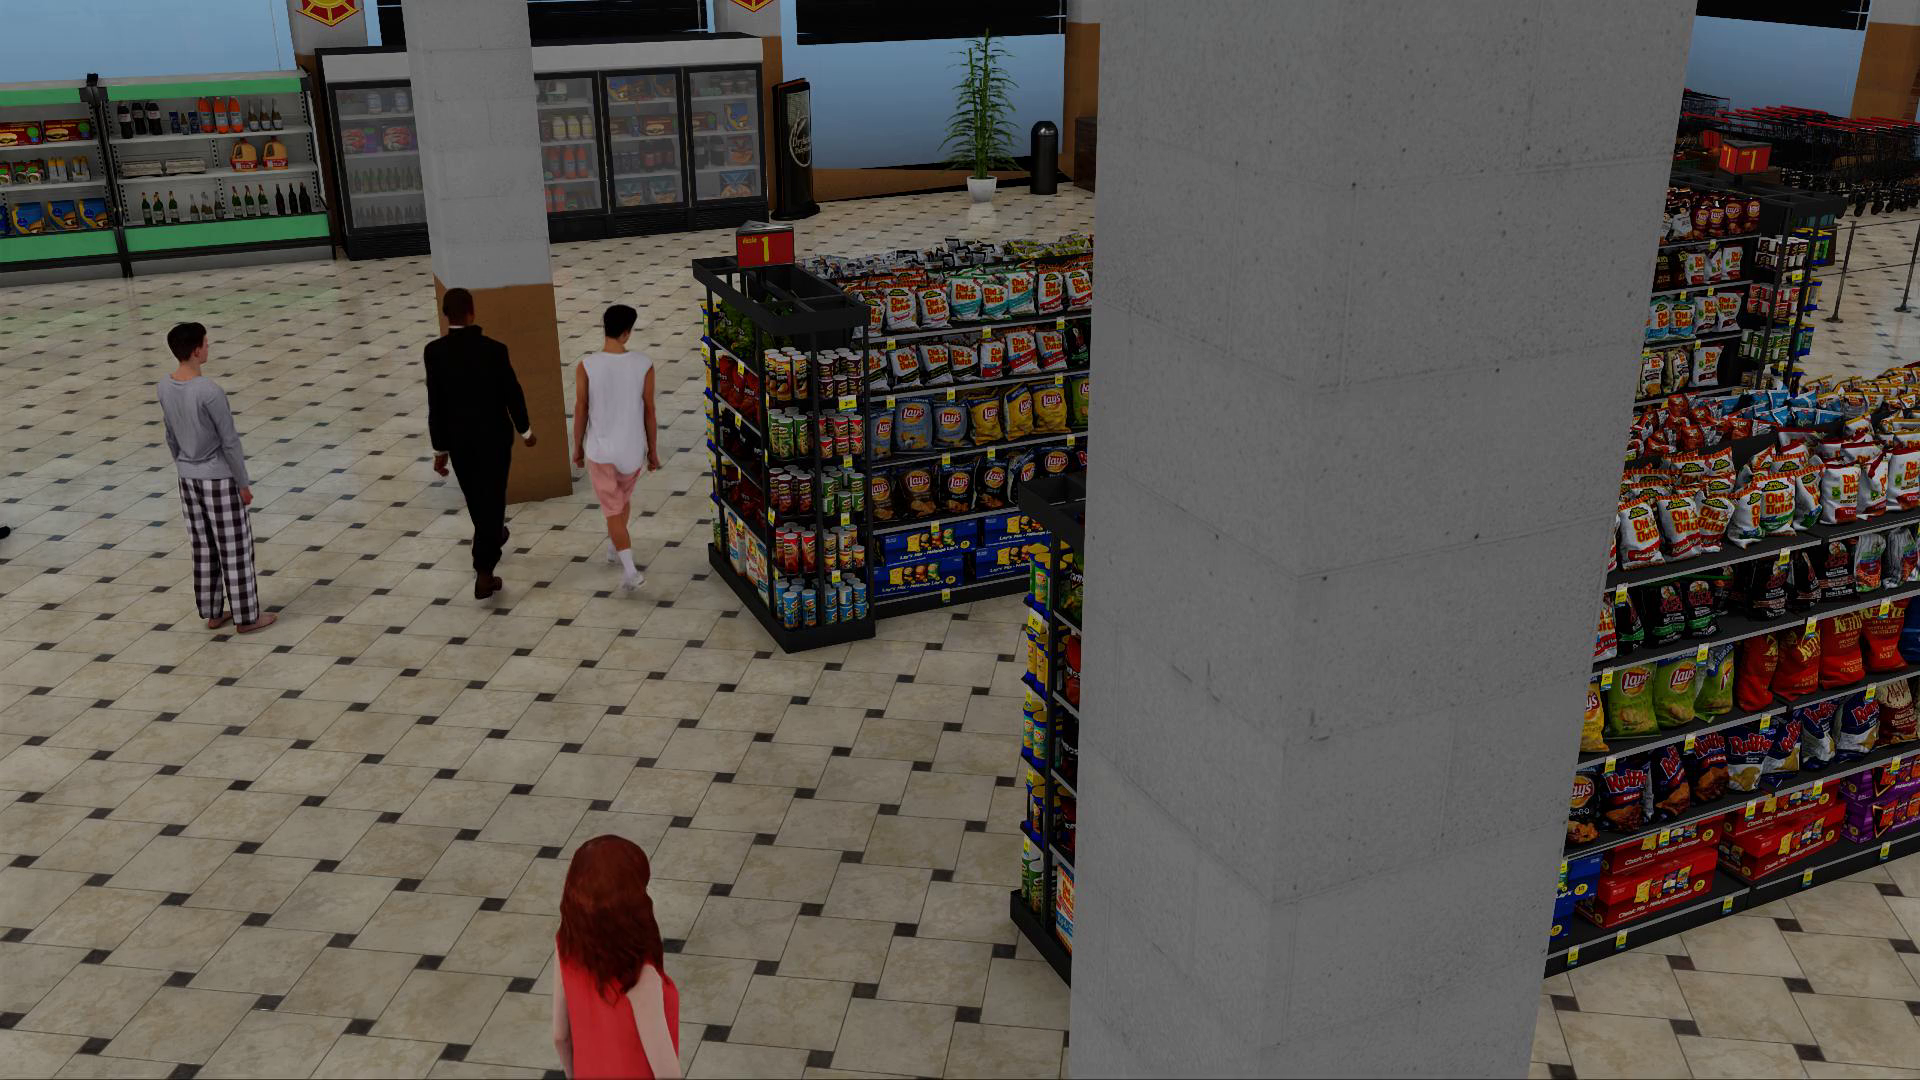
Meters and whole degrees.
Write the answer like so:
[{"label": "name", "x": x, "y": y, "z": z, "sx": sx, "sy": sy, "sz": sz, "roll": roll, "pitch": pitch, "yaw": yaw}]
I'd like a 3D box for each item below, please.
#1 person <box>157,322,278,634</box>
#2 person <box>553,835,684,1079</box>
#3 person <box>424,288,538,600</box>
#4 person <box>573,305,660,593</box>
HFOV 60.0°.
[{"label": "person", "x": -4.337, "y": -0.350, "z": 9.617, "sx": 0.690, "sy": 1.847, "sz": 0.752, "roll": 8, "pitch": 23, "yaw": 18}, {"label": "person", "x": -0.946, "y": 1.646, "z": 4.680, "sx": 0.680, "sy": 1.825, "sz": 0.670, "roll": 16, "pitch": 27, "yaw": 35}, {"label": "person", "x": -2.931, "y": -0.551, "z": 10.092, "sx": 1.274, "sy": 1.866, "sz": 1.137, "roll": 1, "pitch": 22, "yaw": 2}, {"label": "person", "x": -2.090, "y": -0.502, "z": 10.159, "sx": 1.076, "sy": 1.725, "sz": 0.767, "roll": -10, "pitch": 24, "yaw": -23}]
